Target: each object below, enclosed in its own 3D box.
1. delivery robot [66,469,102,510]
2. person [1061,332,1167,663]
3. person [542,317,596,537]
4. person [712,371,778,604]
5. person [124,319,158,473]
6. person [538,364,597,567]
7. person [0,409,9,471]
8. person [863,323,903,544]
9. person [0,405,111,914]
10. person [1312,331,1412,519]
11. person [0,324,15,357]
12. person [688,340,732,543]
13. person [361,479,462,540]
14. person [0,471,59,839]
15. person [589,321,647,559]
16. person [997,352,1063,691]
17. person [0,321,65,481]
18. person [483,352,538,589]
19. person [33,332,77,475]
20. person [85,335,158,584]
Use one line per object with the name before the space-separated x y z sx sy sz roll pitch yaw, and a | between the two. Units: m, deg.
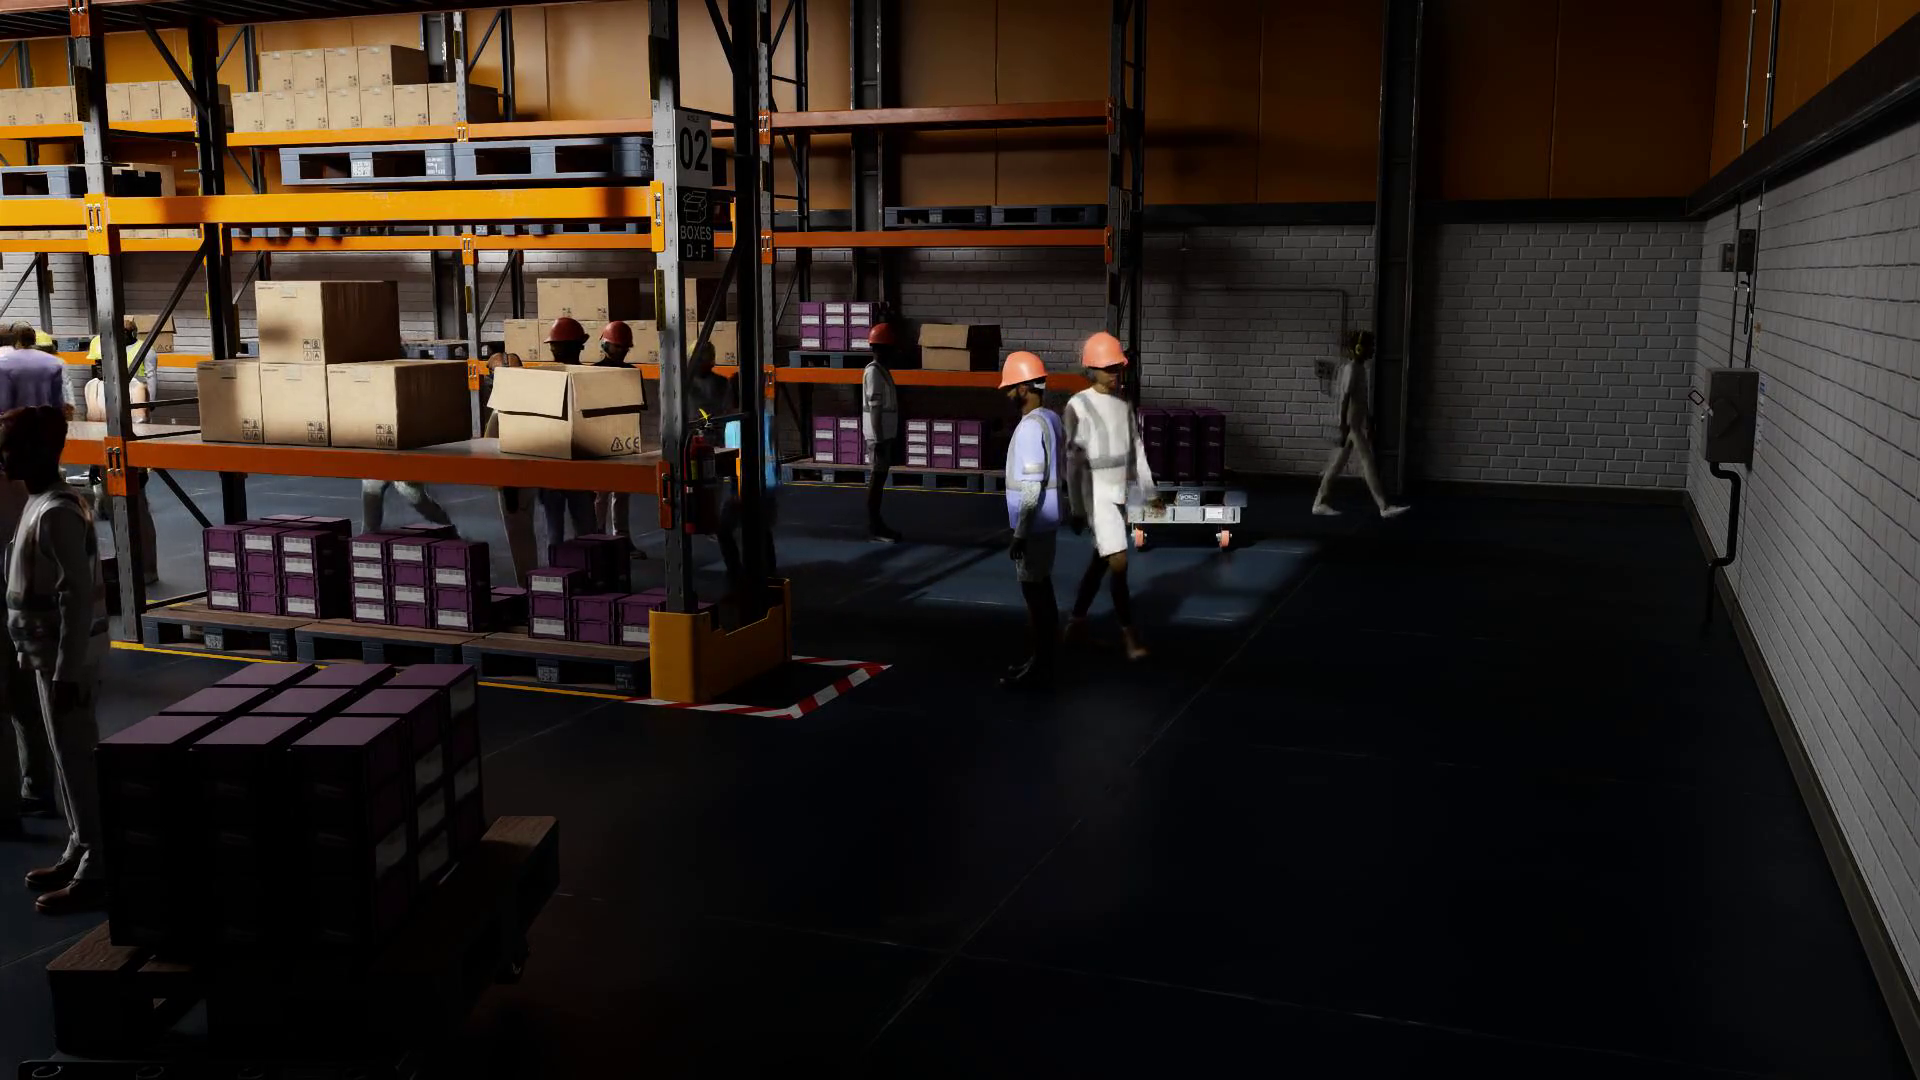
delivery robot | -8.361 -0.546 16.244 0.477 0.478 0.707 2 9 14
person | 0.921 -0.267 10.235 0.693 2.003 0.680 6 11 33
person | -2.918 -0.644 12.496 0.378 2.041 0.616 -1 9 -7
person | -1.529 -0.357 11.831 0.527 1.677 0.539 5 10 30
person | -9.862 -1.702 19.811 0.624 1.837 0.428 2 9 11
person | -2.796 -0.379 11.864 0.543 1.726 0.741 -6 11 -33
person | -5.207 0.077 9.300 0.585 1.619 0.519 3 10 21
person | -0.673 -0.937 14.662 0.358 1.936 0.552 1 9 4
person | -3.357 0.438 6.201 0.340 1.882 0.586 -6 11 -33
person | 3.889 -1.112 16.136 0.965 1.815 0.548 3 10 19
person | -10.303 -1.434 18.109 0.618 1.827 0.639 7 12 39
person | -2.322 -0.890 14.807 0.602 1.803 0.667 -6 11 -32
person | -4.516 -0.715 13.418 1.013 1.900 0.633 -7 12 -38
person | -4.084 0.340 6.982 0.403 1.827 0.601 1 9 4
person | -2.817 -0.799 13.657 0.401 1.984 0.612 6 11 32
person | 0.389 -0.102 9.452 0.374 1.928 0.543 2 9 15
person | -8.607 -1.057 15.414 0.353 1.937 0.635 5 10 29
person | -3.104 -0.385 11.547 0.430 1.836 0.618 -2 9 -10
person | -10.693 -1.587 19.522 0.950 1.687 0.494 8 12 41
person | -6.406 -0.606 12.654 0.588 1.919 0.399 4 10 21
